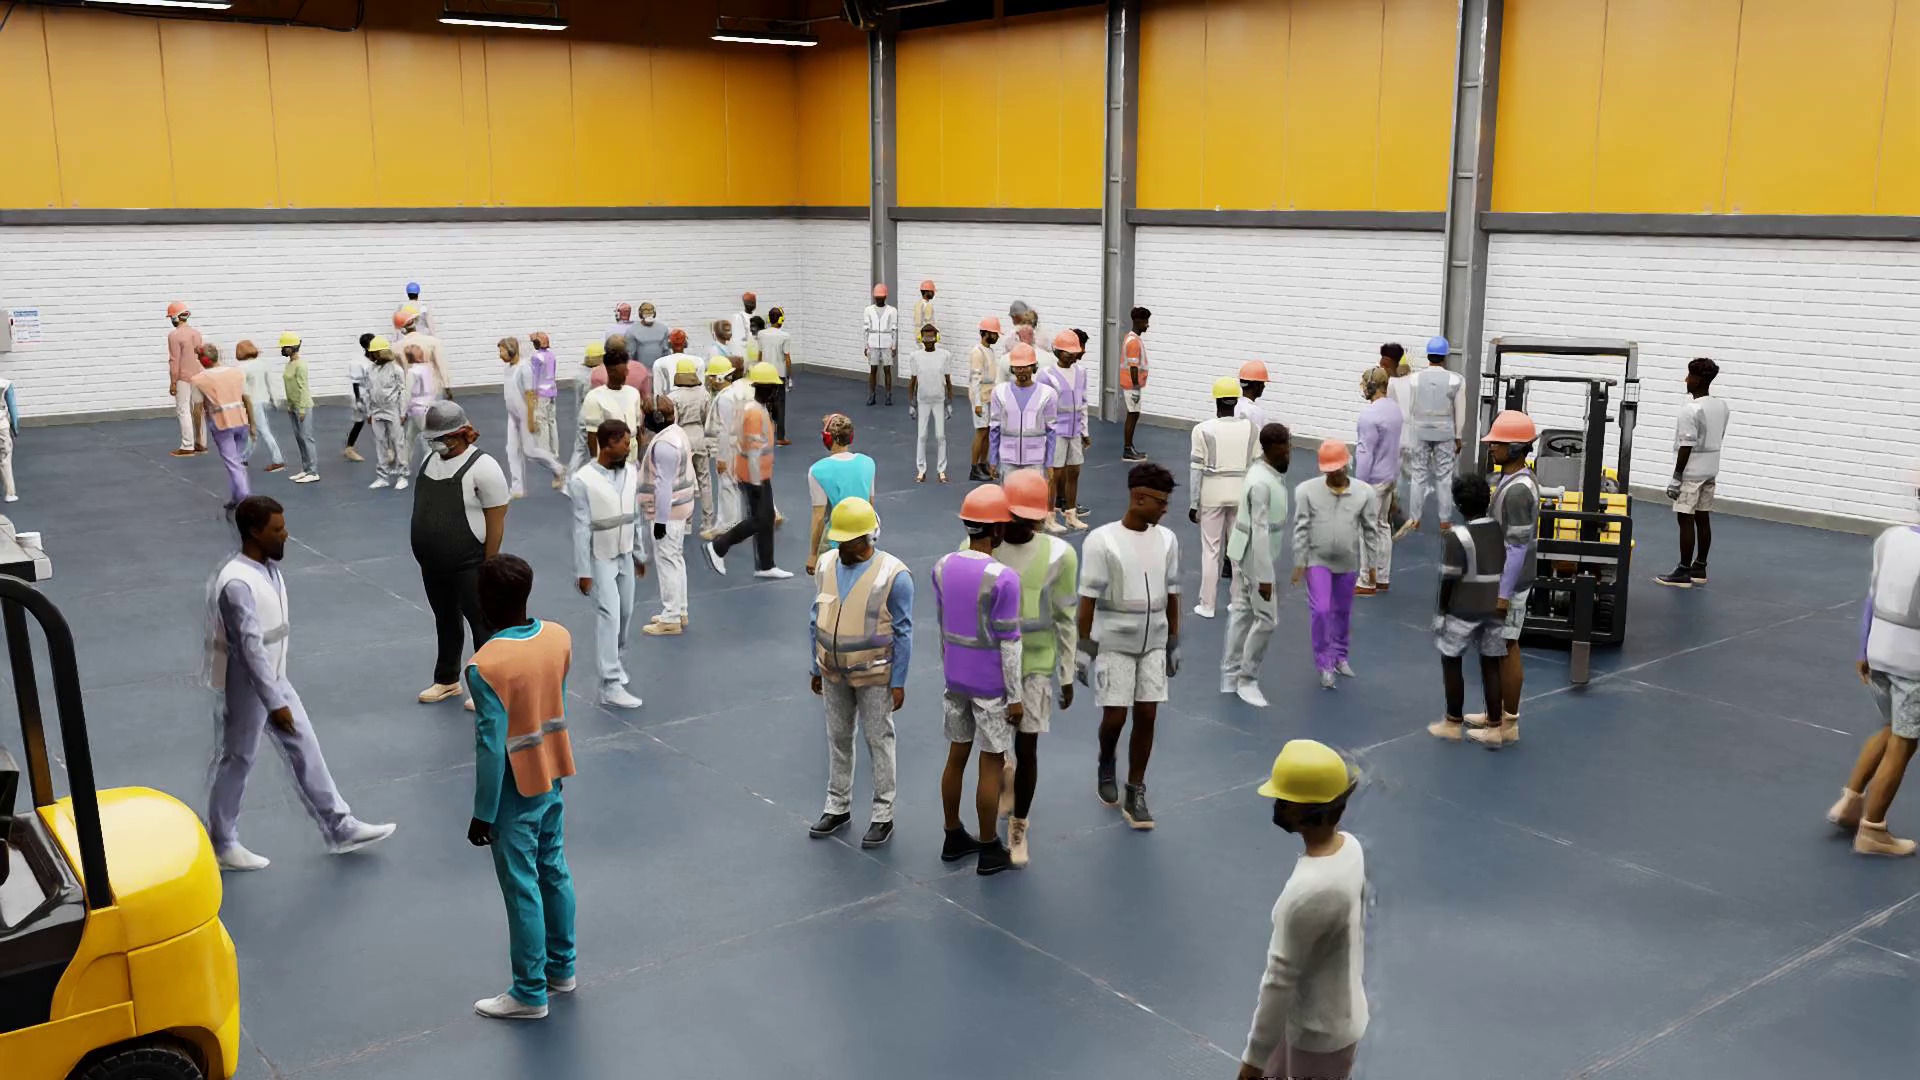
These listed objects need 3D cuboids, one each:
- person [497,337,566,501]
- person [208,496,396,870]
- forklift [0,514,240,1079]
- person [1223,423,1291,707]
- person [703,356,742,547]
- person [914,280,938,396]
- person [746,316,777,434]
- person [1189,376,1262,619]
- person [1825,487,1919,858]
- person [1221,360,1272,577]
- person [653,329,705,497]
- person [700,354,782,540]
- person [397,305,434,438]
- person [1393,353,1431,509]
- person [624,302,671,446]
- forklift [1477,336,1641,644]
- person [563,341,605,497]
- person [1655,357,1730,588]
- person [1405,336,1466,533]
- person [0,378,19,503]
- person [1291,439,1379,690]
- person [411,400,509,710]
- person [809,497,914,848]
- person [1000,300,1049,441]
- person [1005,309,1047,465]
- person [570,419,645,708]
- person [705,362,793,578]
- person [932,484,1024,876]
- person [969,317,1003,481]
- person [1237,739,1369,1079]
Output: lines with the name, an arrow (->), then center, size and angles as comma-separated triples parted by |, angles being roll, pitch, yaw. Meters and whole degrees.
person -> -4.779, -1.348, 18.370 | 0.789, 1.801, 0.560 | -11, 16, -44
person -> -3.324, 0.716, 8.161 | 0.954, 1.872, 0.617 | -1, 12, -4
forklift -> -3.687, 1.115, 5.480 | 2.313, 2.155, 1.214 | -9, 15, -36
person -> 1.940, 0.148, 10.934 | 0.424, 1.876, 0.669 | 3, 12, 14
person -> -2.233, -0.846, 15.862 | 0.403, 1.818, 0.603 | 0, 12, -1
person -> -0.562, -3.345, 27.649 | 0.376, 1.934, 0.547 | -6, 13, -25
person -> -2.838, -2.258, 23.004 | 0.553, 1.662, 0.803 | 11, 16, 43
person -> 2.083, -0.332, 13.150 | 0.581, 1.919, 0.399 | -3, 12, -14
person -> 4.791, 0.617, 8.351 | 0.527, 2.011, 0.638 | -2, 12, -8
person -> 2.483, -0.585, 14.349 | 0.387, 1.928, 0.549 | -3, 12, -13
person -> -3.095, -1.395, 18.392 | 0.568, 1.877, 0.353 | -2, 12, -12
person -> -2.146, -0.883, 16.040 | 0.715, 1.820, 0.660 | 3, 12, 16
person -> -7.514, -2.318, 22.945 | 0.404, 1.827, 0.600 | 7, 13, 29
person -> 4.662, -1.143, 17.506 | 0.492, 1.729, 0.491 | 3, 12, 14
person -> -4.160, -2.223, 22.261 | 0.636, 1.928, 0.380 | -7, 14, -32
forklift -> 4.683, -0.471, 13.136 | 1.214, 2.155, 2.313 | 4, 12, 20
person -> -4.004, -1.293, 18.210 | 0.647, 1.746, 0.470 | 4, 13, 21
person -> 6.266, -0.577, 14.200 | 0.607, 1.966, 0.367 | -9, 14, -36
person -> 4.678, -1.037, 16.465 | 0.605, 1.949, 0.399 | 4, 12, 19
person -> -10.504, -1.203, 18.044 | 0.525, 1.631, 0.320 | -5, 13, -23
person -> 2.552, 0.152, 11.312 | 0.615, 1.702, 0.725 | 0, 12, 1
person -> -3.291, 0.090, 10.803 | 0.676, 2.000, 0.536 | 6, 13, 27
person -> -0.530, 0.669, 8.537 | 0.589, 1.822, 0.403 | 6, 13, 28
person -> 0.829, -2.191, 21.816 | 0.681, 2.000, 1.043 | -10, 15, -40
person -> 0.841, -1.884, 20.596 | 0.627, 1.934, 0.372 | 10, 15, 39
person -> -2.299, 0.124, 11.082 | 0.712, 1.870, 0.662 | 7, 14, 30
person -> -1.828, -0.584, 14.368 | 0.660, 1.908, 0.612 | 0, 12, 1
person -> 0.110, 0.683, 8.207 | 0.385, 1.930, 0.545 | -11, 16, -43
person -> 0.308, -1.652, 19.504 | 0.392, 1.924, 0.560 | 5, 13, 22
person -> 0.999, 1.443, 4.985 | 0.609, 1.746, 0.540 | 5, 13, 22
